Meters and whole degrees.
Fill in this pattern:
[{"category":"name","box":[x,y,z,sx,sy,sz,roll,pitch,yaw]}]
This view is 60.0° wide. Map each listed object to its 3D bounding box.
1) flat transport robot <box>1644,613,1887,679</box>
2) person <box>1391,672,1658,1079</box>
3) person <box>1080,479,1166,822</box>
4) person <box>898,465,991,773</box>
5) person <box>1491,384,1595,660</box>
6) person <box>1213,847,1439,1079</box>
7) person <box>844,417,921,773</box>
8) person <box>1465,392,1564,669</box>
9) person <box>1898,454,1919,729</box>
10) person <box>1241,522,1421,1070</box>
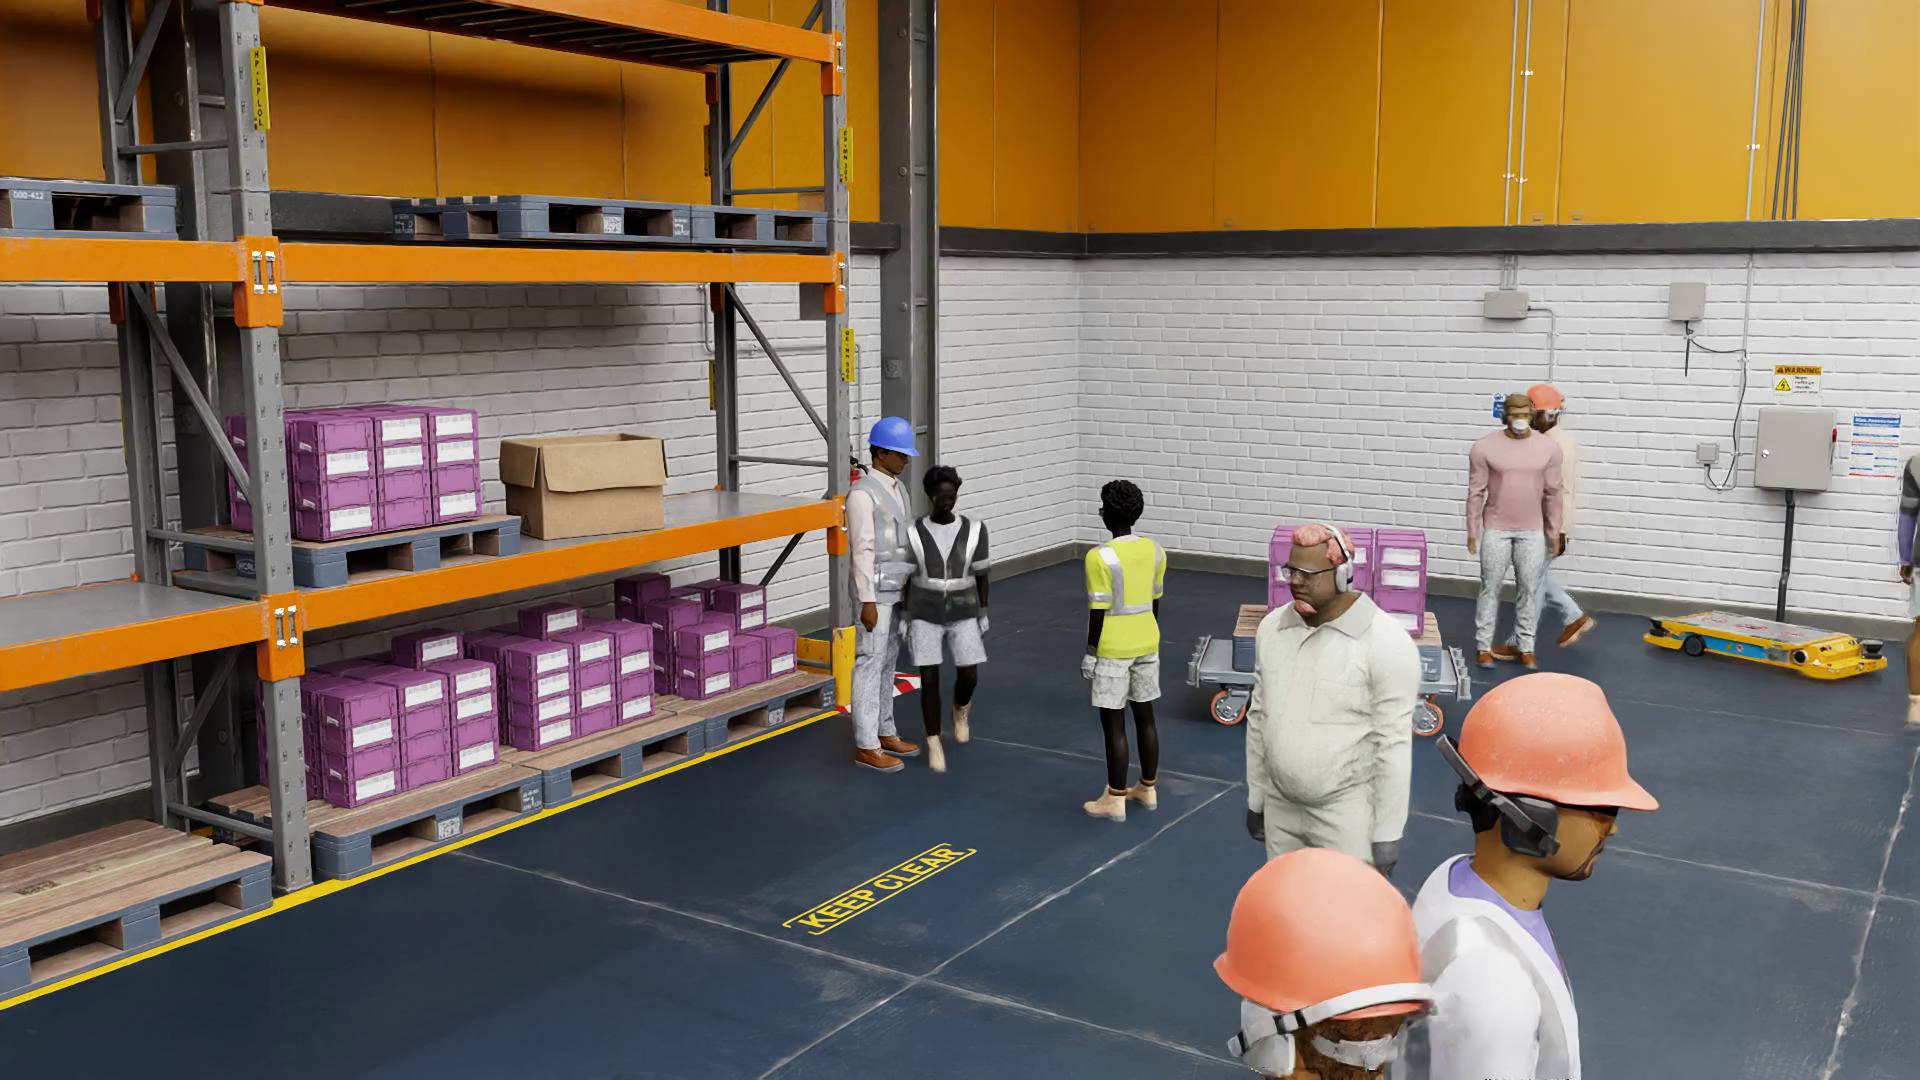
[{"category":"flat transport robot","box":[5.671,0.720,11.764,0.652,0.197,1.431,-6,10,-33]},{"category":"person","box":[0.912,1.221,2.815,0.404,2.035,0.611,3,9,18]},{"category":"person","box":[0.806,0.545,8.285,0.537,1.695,0.320,-8,12,-42]},{"category":"person","box":[-0.099,0.414,9.174,0.543,1.680,0.471,-1,9,-6]},{"category":"person","box":[4.147,-0.126,11.767,0.768,1.971,0.654,-1,9,-4]},{"category":"person","box":[0.504,1.377,2.038,0.620,1.967,0.771,-4,10,-24]},{"category":"person","box":[-0.418,0.288,9.174,0.401,1.939,0.604,3,9,17]},{"category":"person","box":[3.821,-0.060,11.492,0.650,1.931,0.378,1,9,8]},{"category":"person","box":[6.027,0.117,10.070,0.953,1.998,0.631,-8,12,-42]},{"category":"person","box":[1.181,0.880,5.484,0.399,1.898,0.641,-7,11,-39]}]
